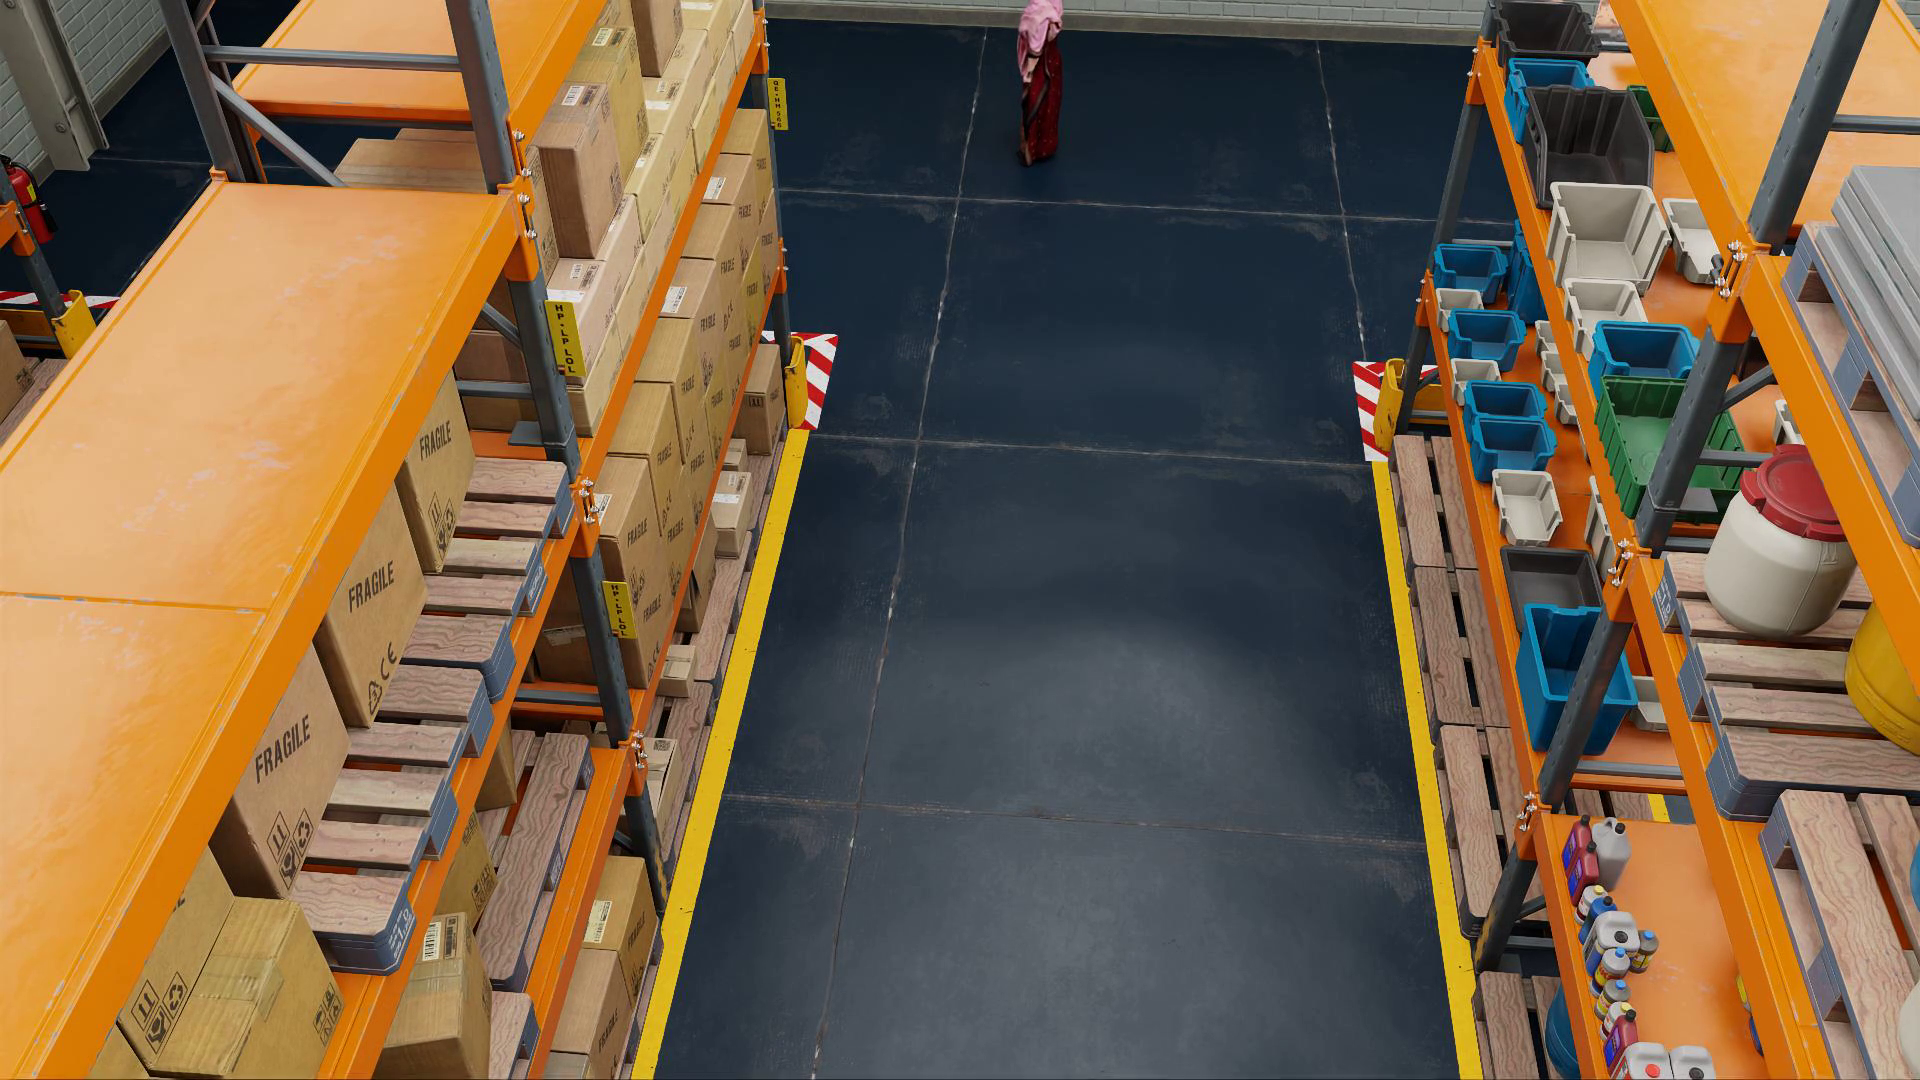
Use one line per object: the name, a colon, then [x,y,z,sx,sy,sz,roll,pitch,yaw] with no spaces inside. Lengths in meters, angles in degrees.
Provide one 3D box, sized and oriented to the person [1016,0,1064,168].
person: [0.641,-3.744,13.020,0.792,1.638,0.647,16,45,16]
